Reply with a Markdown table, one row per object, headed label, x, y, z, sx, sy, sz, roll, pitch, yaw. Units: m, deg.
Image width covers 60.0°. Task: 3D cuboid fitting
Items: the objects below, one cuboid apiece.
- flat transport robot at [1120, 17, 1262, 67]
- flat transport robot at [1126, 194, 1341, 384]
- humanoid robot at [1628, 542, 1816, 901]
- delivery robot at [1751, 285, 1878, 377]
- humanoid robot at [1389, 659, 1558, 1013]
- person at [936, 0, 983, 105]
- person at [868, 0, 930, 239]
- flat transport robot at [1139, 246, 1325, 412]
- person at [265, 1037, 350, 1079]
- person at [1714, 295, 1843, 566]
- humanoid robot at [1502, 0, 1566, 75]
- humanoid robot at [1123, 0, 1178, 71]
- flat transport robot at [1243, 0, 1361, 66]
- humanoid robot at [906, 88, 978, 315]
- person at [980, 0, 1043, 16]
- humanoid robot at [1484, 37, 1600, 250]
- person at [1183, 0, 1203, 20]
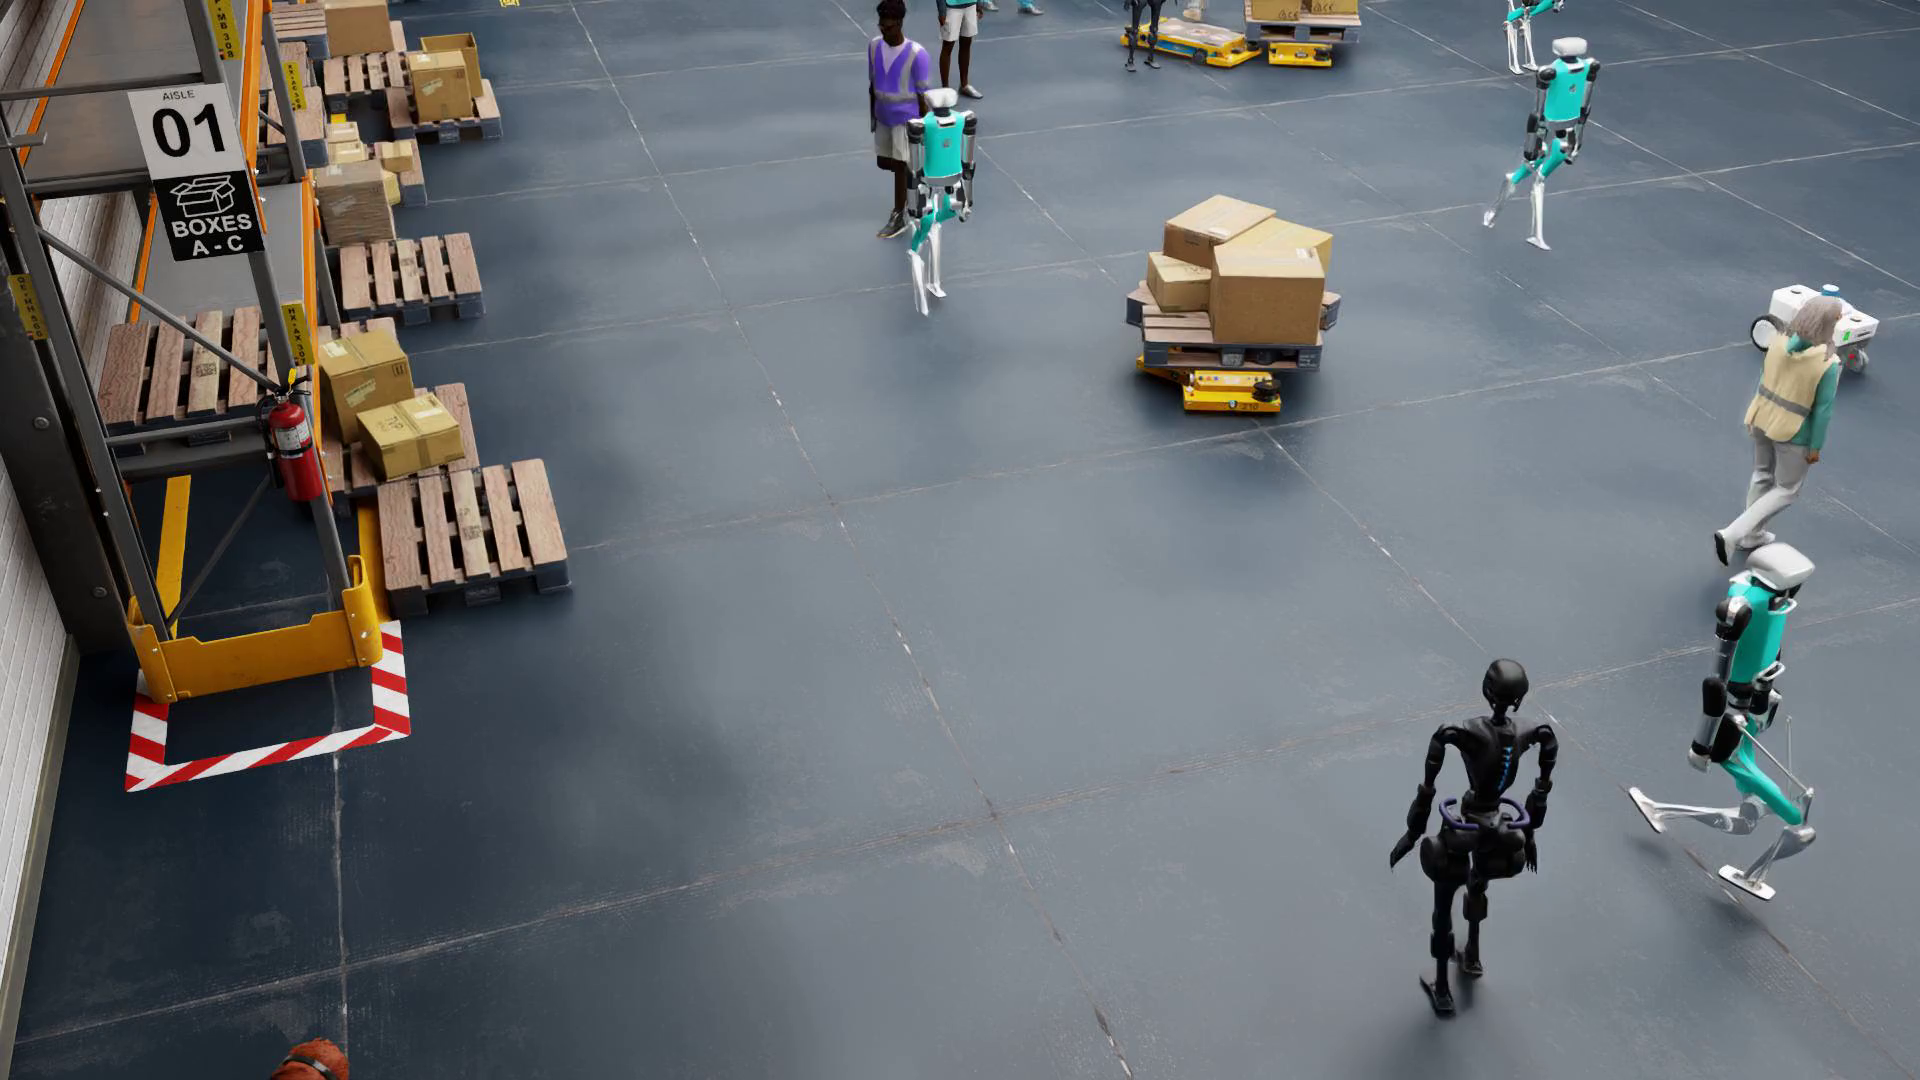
| label | x | y | z | sx | sy | sz | roll | pitch | yaw |
| --- | --- | --- | --- | --- | --- | --- | --- | --- | --- |
| flat transport robot | 2.535 | -5.477 | 18.258 | 1.431 | 0.231 | 0.659 | 24 | 40 | 32 |
| flat transport robot | 1.962 | -1.478 | 12.126 | 0.659 | 0.231 | 1.431 | 24 | 40 | 32 |
| humanoid robot | 3.475 | 0.848 | 7.205 | 0.549 | 1.737 | 1.005 | -24 | 40 | -32 |
| delivery robot | 6.171 | -1.550 | 11.975 | 0.499 | 0.595 | 0.783 | -15 | 36 | -21 |
| humanoid robot | 2.069 | 1.207 | 6.728 | 0.606 | 1.641 | 0.418 | -3 | 33 | -4 |
| person | -0.026 | -5.330 | 16.504 | 0.556 | 1.940 | 0.416 | -24 | 40 | -32 |
| person | -0.481 | -3.514 | 13.721 | 0.605 | 1.947 | 0.708 | 22 | 39 | 30 |
| flat transport robot | 1.891 | -1.333 | 11.903 | 0.659 | 0.231 | 1.431 | 2 | 33 | 2 |
| person | -1.786 | 2.194 | 5.017 | 0.574 | 1.882 | 0.356 | 6 | 34 | 9 |
| person | 4.655 | -0.600 | 9.478 | 0.603 | 1.690 | 0.469 | -13 | 35 | -20 |
| humanoid robot | 5.915 | -5.672 | 17.091 | 0.533 | 1.677 | 0.735 | -11 | 35 | -16 |
| humanoid robot | 1.992 | -5.769 | 17.408 | 0.599 | 1.654 | 0.315 | -11 | 35 | -16 |
| flat transport robot | 3.715 | -5.515 | 18.317 | 0.659 | 0.231 | 1.431 | 4 | 33 | 6 |
| humanoid robot | -0.219 | -2.569 | 12.477 | 0.531 | 1.797 | 0.779 | -12 | 35 | -18 |
| person | 0.552 | -6.978 | 19.152 | 0.822 | 1.807 | 0.589 | 24 | 40 | 32 |
| humanoid robot | 4.659 | -3.259 | 13.573 | 0.556 | 1.841 | 0.852 | -10 | 34 | -15 |
| person | 2.690 | -6.904 | 19.010 | 0.516 | 1.842 | 0.493 | -21 | 39 | -29 |
